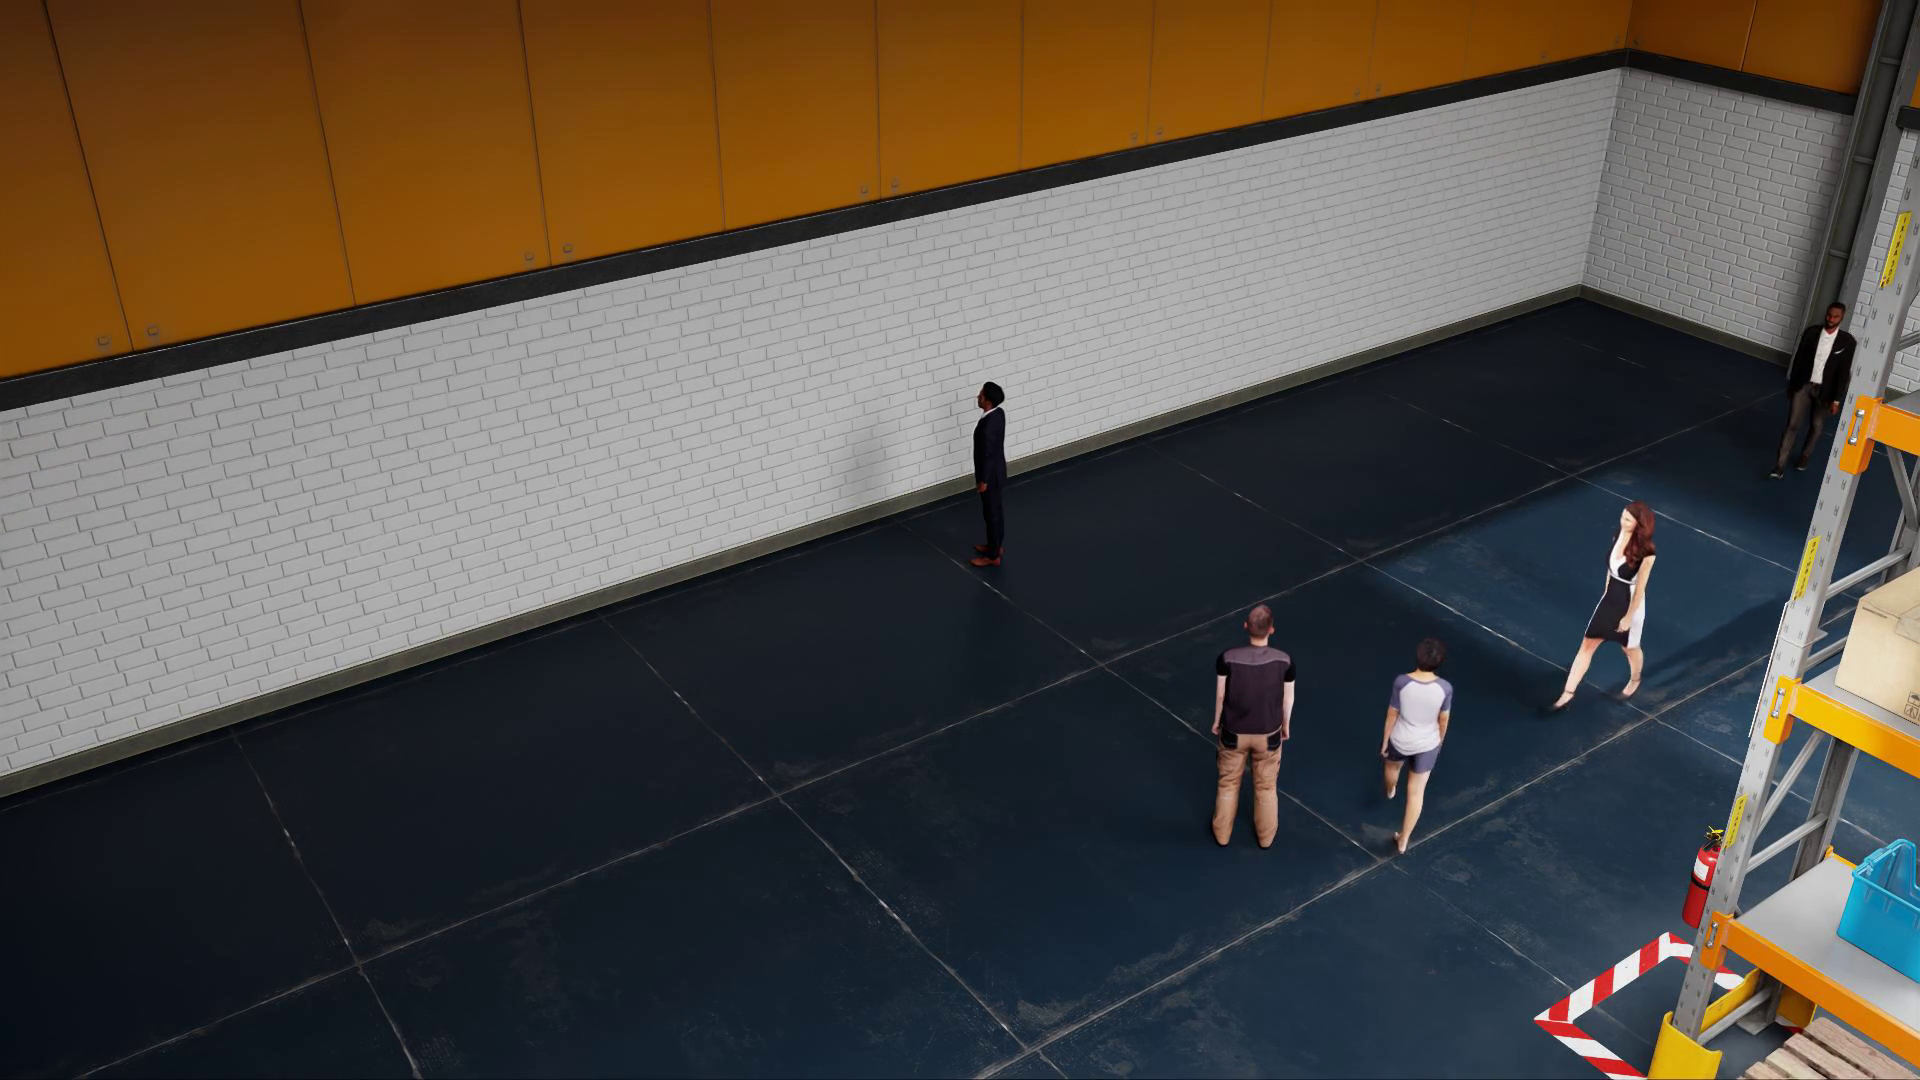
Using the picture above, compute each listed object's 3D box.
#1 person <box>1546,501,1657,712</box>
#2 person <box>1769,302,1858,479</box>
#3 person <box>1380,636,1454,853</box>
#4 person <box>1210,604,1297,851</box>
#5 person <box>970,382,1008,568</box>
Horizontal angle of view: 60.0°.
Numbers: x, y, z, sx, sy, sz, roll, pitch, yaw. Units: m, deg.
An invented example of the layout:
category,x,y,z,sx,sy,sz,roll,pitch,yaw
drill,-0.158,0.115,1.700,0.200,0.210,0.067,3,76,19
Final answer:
category,x,y,z,sx,sy,sz,roll,pitch,yaw
person,5.031,0.528,12.479,0.811,1.753,1.103,-12,31,-21
person,8.319,-1.471,16.131,1.084,1.765,0.962,19,34,31
person,3.045,1.390,11.147,1.021,1.514,1.033,7,29,12
person,1.931,1.246,11.070,0.767,1.841,0.822,4,29,8
person,0.277,-0.581,14.538,0.758,1.727,0.699,5,29,9
